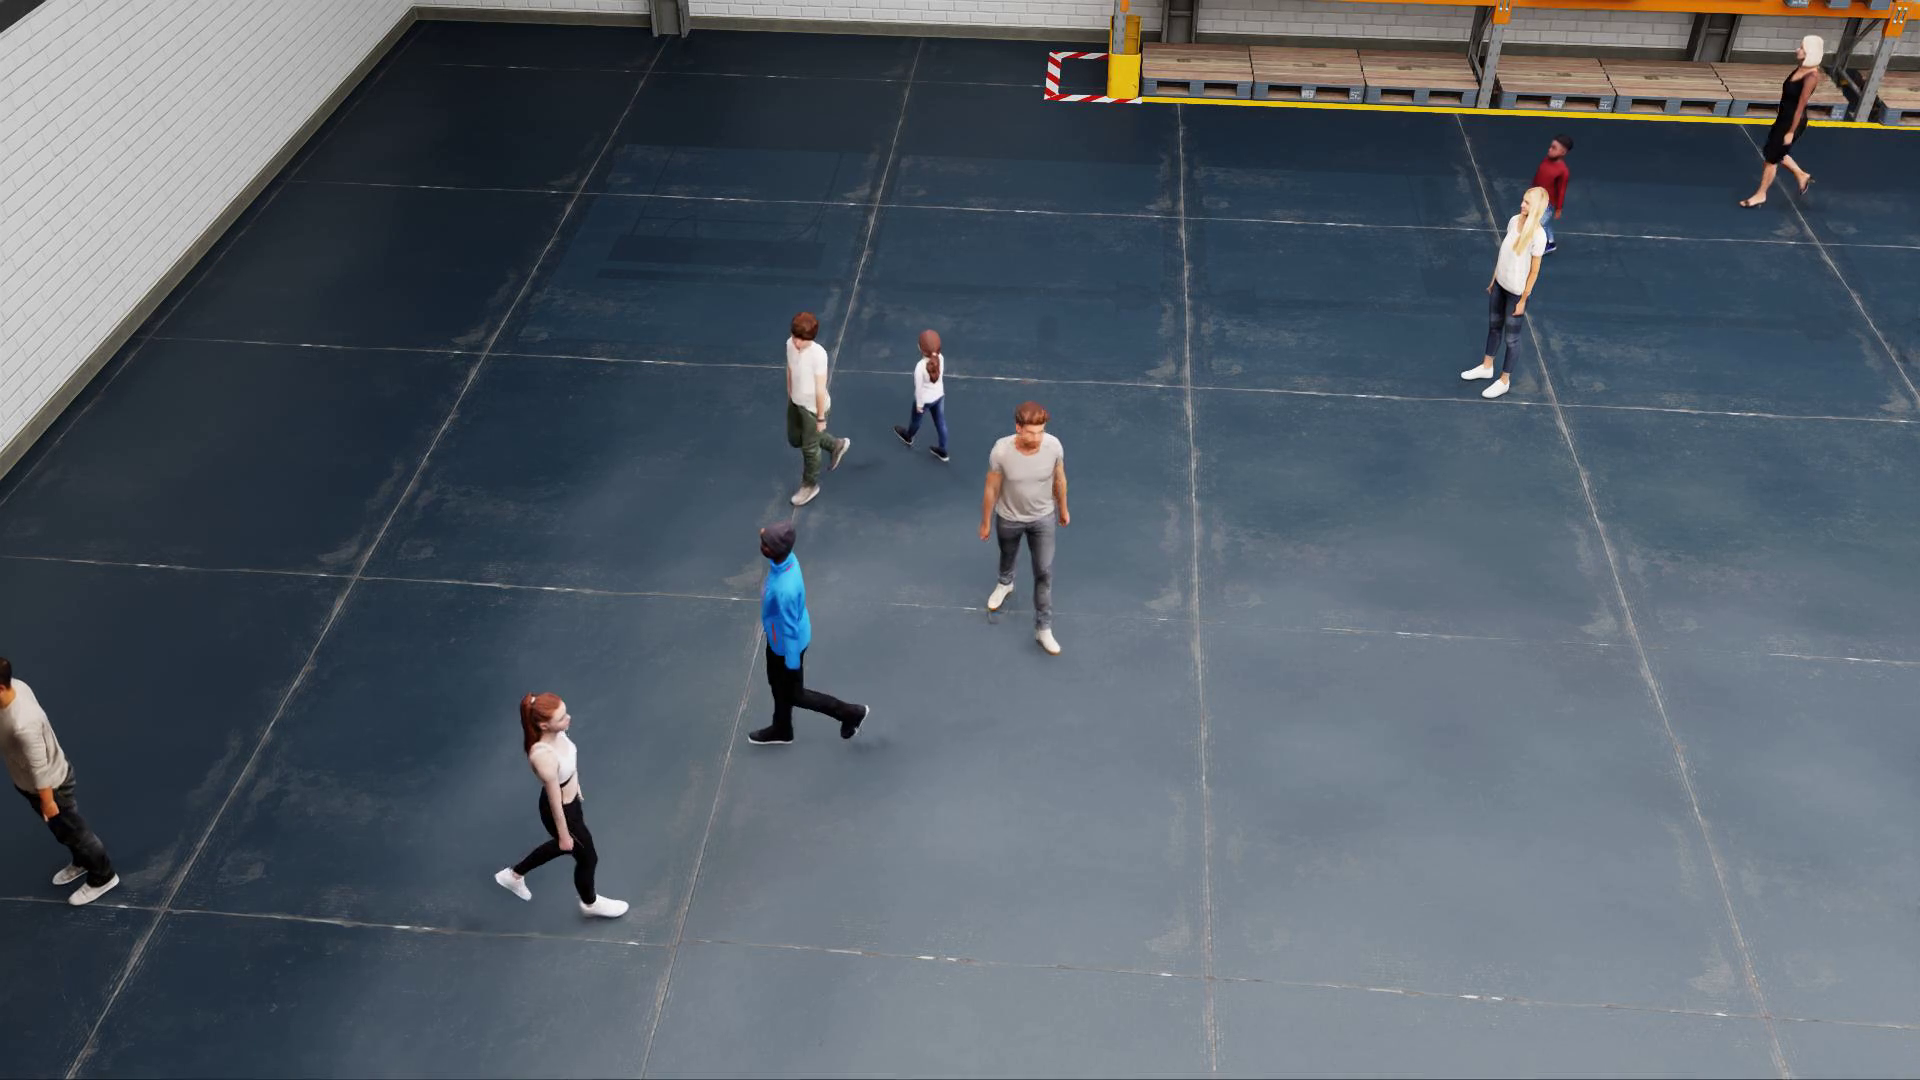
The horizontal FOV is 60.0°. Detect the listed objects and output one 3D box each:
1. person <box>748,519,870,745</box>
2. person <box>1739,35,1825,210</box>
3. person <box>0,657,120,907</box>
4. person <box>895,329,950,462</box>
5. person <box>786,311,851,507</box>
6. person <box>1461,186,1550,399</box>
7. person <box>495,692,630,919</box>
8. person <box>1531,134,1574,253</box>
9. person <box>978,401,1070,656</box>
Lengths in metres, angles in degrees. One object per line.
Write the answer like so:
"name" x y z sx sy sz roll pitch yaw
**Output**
"person" -0.956 0.603 10.070 1.050 1.778 0.755 -5 39 -6
"person" 7.950 -3.931 15.784 0.889 1.733 0.660 7 39 9
"person" -5.032 1.287 9.189 0.803 1.809 0.742 -28 46 -31
"person" -0.197 -1.089 12.740 0.720 1.090 0.795 -30 48 -32
"person" -1.043 -0.999 12.192 0.888 1.634 0.901 31 48 33
"person" 4.421 -1.995 13.299 0.640 1.809 0.659 -12 40 -15
"person" -2.247 1.483 9.010 0.977 1.727 0.687 -3 39 -4
"person" 5.393 -3.110 15.160 0.917 1.228 0.702 -11 40 -13
"person" 0.420 -0.204 11.022 1.106 1.851 0.987 1 39 1
